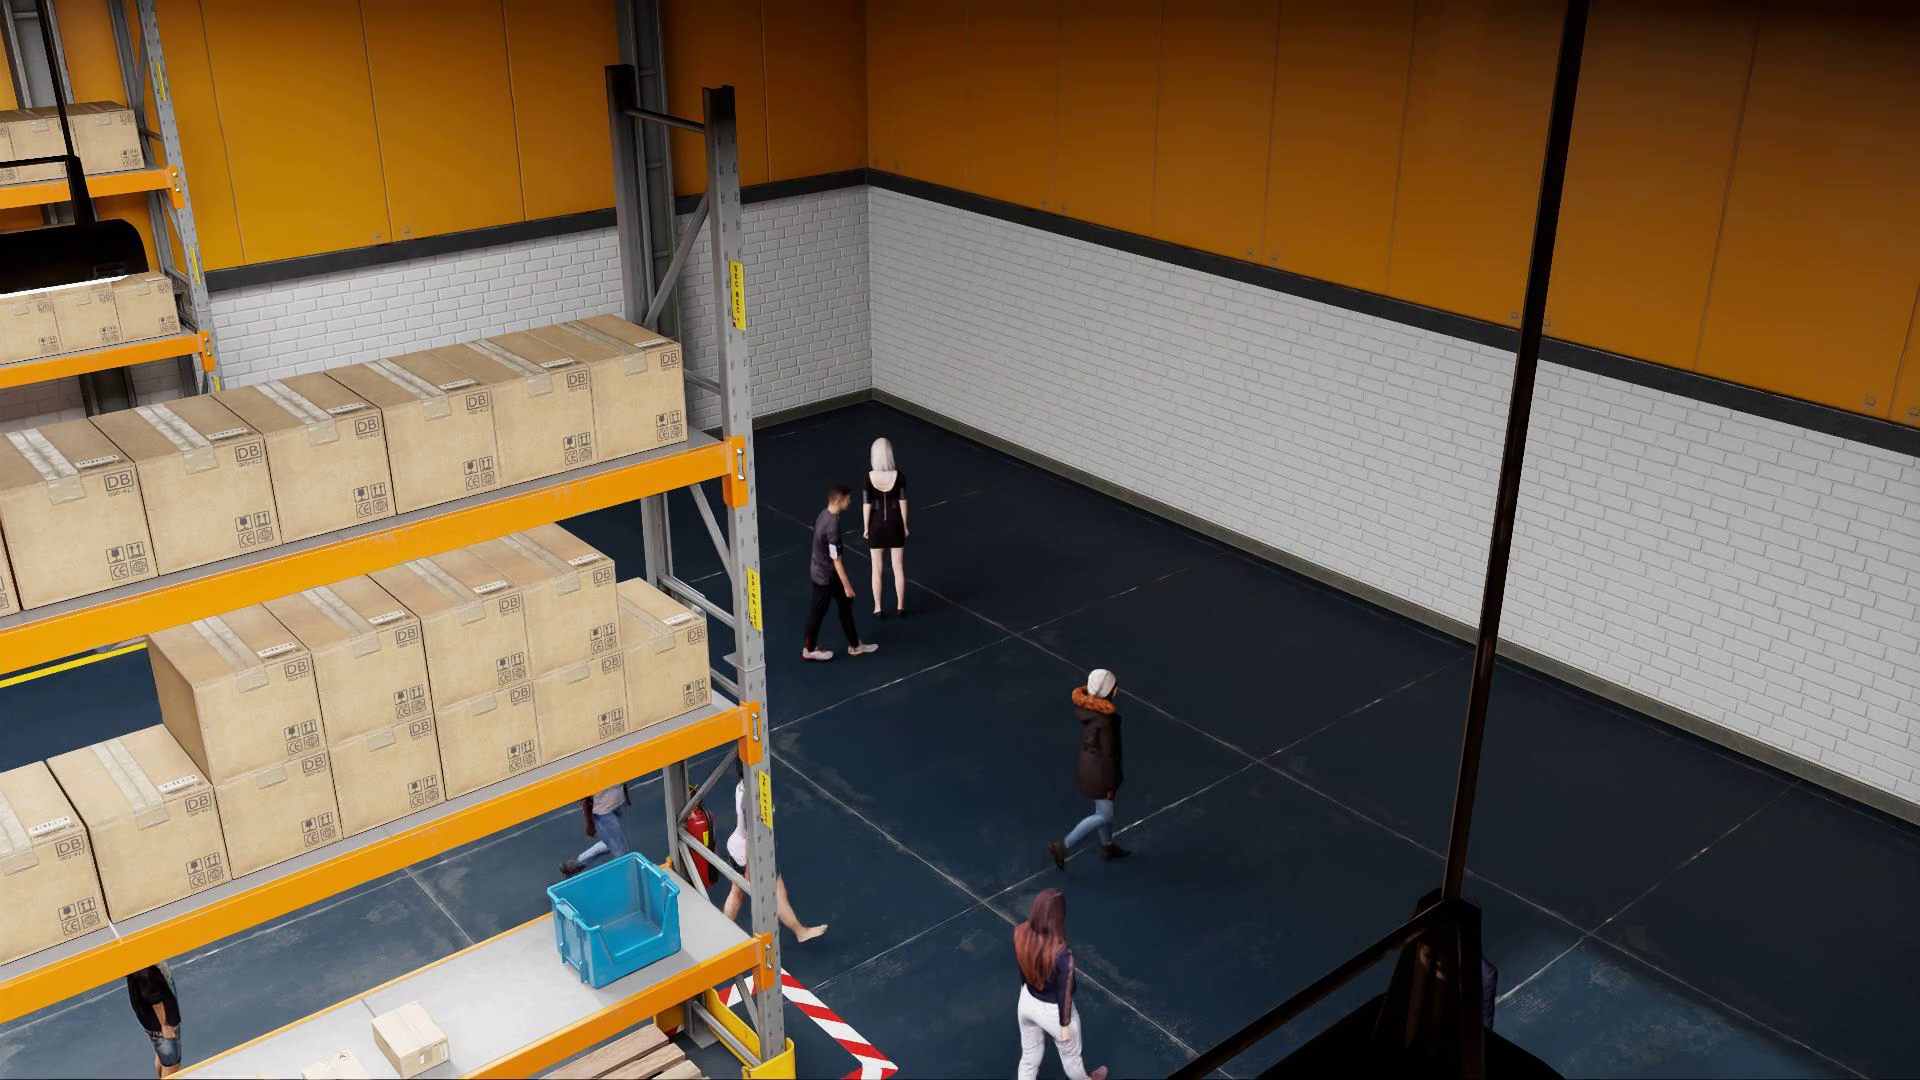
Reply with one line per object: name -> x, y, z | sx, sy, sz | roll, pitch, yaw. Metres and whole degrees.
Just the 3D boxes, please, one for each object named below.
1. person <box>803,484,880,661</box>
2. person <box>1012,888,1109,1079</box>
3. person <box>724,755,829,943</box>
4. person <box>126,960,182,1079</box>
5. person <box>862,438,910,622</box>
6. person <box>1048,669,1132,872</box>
person -> -1.271, 0.328, 14.931 | 1.061, 1.724, 0.973 | -1, 24, -3
person -> 0.467, 2.740, 9.590 | 0.689, 1.582, 0.918 | 20, 31, 38
person -> -1.464, 2.098, 11.120 | 1.029, 1.533, 0.812 | -6, 24, -14
person -> -4.686, 2.752, 9.733 | 0.546, 1.446, 0.565 | -14, 27, -29
person -> -0.700, -0.102, 15.780 | 0.610, 1.831, 0.711 | -2, 24, -5
person -> 0.951, 1.675, 11.980 | 1.025, 1.620, 0.860 | -7, 24, -15
